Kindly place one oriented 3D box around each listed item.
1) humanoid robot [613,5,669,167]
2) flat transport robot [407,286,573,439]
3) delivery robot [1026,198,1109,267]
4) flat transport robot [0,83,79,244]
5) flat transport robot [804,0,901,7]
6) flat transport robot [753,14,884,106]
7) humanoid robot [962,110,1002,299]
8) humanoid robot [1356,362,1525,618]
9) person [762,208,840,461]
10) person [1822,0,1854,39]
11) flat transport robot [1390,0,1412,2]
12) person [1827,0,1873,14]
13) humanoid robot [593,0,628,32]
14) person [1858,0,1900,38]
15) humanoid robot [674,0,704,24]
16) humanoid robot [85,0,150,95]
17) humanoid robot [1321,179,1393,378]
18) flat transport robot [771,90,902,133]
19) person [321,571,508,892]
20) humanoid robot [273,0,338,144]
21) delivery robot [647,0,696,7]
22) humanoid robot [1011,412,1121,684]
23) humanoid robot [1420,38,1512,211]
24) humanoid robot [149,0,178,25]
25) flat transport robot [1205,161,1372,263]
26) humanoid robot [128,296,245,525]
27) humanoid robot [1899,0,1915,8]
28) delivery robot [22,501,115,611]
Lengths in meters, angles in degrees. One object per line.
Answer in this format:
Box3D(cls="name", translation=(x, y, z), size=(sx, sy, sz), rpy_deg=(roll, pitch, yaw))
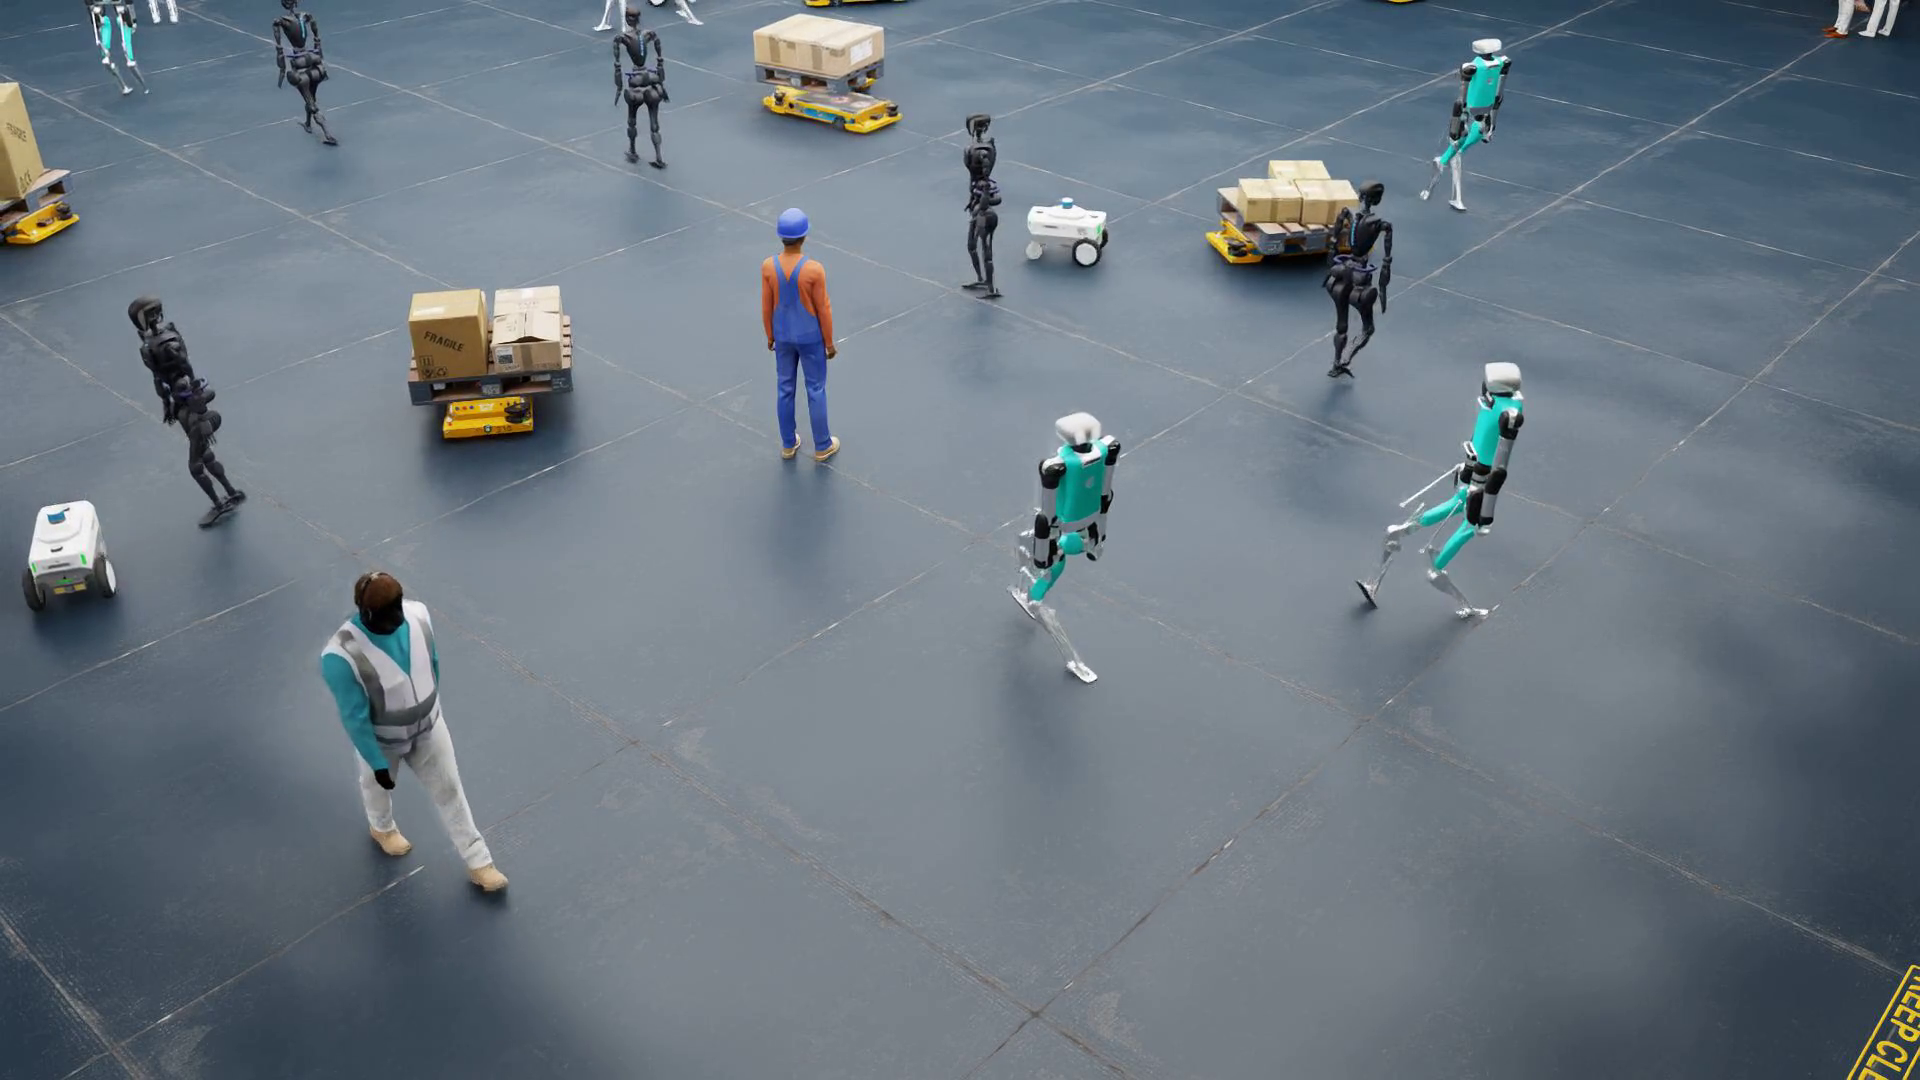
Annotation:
Box3D(cls="humanoid robot", translation=(-3.383, -4.793, 17.553), size=(0.598, 1.630, 0.656), rpy_deg=(-20, 37, -29))
Box3D(cls="flat transport robot", translation=(-3.658, -1.233, 13.140), size=(0.659, 0.231, 1.431), rpy_deg=(-6, 32, -10))
Box3D(cls="delivery robot", translation=(1.009, -2.896, 15.537), size=(0.773, 0.586, 0.499), rpy_deg=(7, 33, 11))
Box3D(cls="flat transport robot", translation=(-9.426, -3.137, 16.206), size=(1.431, 0.231, 0.659), rpy_deg=(7, 32, 11))
Box3D(cls="flat transport robot", translation=(-1.530, -7.837, 23.774), size=(1.431, 0.231, 0.659), rpy_deg=(-8, 33, -12))
Box3D(cls="flat transport robot", translation=(-1.678, -5.417, 19.876), size=(0.659, 0.231, 1.431), rpy_deg=(17, 36, 26))
Box3D(cls="humanoid robot", translation=(0.186, -2.926, 14.526), size=(0.319, 1.651, 0.602), rpy_deg=(-5, 32, -9))
Box3D(cls="humanoid robot", translation=(2.885, -0.266, 10.216), size=(0.954, 1.774, 0.533), rpy_deg=(1, 32, 1))
Box3D(cls="person", translation=(-1.155, -1.460, 11.950), size=(0.521, 1.911, 0.361), rpy_deg=(7, 33, 12))
Box3D(cls="person", translation=(11.705, -7.543, 21.837), size=(0.365, 1.823, 0.507), rpy_deg=(8, 33, 13))
Box3D(cls="flat transport robot", translation=(6.143, -8.073, 24.153), size=(0.659, 0.231, 1.431), rpy_deg=(-18, 36, -27))
Box3D(cls="person", translation=(12.514, -8.352, 23.085), size=(0.647, 1.872, 0.919), rpy_deg=(-18, 36, -26))
Box3D(cls="humanoid robot", translation=(-4.670, -7.606, 22.007), size=(0.562, 1.760, 0.776), rpy_deg=(11, 34, 17))
Box3D(cls="person", translation=(12.235, -7.434, 21.821), size=(0.513, 1.641, 0.310), rpy_deg=(-6, 32, -10))
Box3D(cls="humanoid robot", translation=(-3.848, -7.920, 22.547), size=(0.853, 1.777, 0.552), rpy_deg=(16, 35, 24))
Box3D(cls="humanoid robot", translation=(-9.954, -6.030, 19.509), size=(0.539, 1.846, 0.670), rpy_deg=(-6, 32, -10))
Box3D(cls="humanoid robot", translation=(3.070, -2.042, 13.114), size=(0.404, 1.646, 0.603), rpy_deg=(-26, 40, -35))
Box3D(cls="flat transport robot", translation=(-1.430, -4.978, 19.170), size=(1.431, 0.231, 0.659), rpy_deg=(21, 38, 30))
Box3D(cls="person", translation=(-2.743, 0.935, 8.211), size=(0.980, 1.789, 0.615), rpy_deg=(24, 39, 33))
Box3D(cls="humanoid robot", translation=(-7.220, -5.184, 18.206), size=(0.789, 1.629, 0.590), rpy_deg=(19, 37, 28))
Box3D(cls="delivery robot", translation=(-4.155, -7.902, 23.623), size=(0.816, 0.612, 0.499), rpy_deg=(-11, 33, -17))
Box3D(cls="humanoid robot", translation=(0.482, -0.073, 9.939), size=(0.537, 1.780, 1.038), rpy_deg=(-21, 38, -30))
Box3D(cls="humanoid robot", translation=(4.896, -4.064, 16.386), size=(0.552, 1.875, 0.846), rpy_deg=(-12, 34, -19))
Box3D(cls="humanoid robot", translation=(-10.898, -7.852, 22.349), size=(0.537, 1.734, 0.679), rpy_deg=(-8, 33, -13))
Box3D(cls="flat transport robot", translation=(3.125, -2.882, 15.794), size=(1.431, 0.231, 0.659), rpy_deg=(-8, 33, -13))
Box3D(cls="humanoid robot", translation=(-5.215, -0.908, 11.286), size=(0.598, 1.635, 0.425), rpy_deg=(24, 39, 33))
Box3D(cls="humanoid robot", translation=(13.290, -8.260, 23.122), size=(0.402, 1.637, 0.594), rpy_deg=(-15, 35, -22))
Box3D(cls="delivery robot", translation=(-5.779, 0.085, 10.763), size=(0.499, 0.613, 0.796), rpy_deg=(-11, 33, -17))
